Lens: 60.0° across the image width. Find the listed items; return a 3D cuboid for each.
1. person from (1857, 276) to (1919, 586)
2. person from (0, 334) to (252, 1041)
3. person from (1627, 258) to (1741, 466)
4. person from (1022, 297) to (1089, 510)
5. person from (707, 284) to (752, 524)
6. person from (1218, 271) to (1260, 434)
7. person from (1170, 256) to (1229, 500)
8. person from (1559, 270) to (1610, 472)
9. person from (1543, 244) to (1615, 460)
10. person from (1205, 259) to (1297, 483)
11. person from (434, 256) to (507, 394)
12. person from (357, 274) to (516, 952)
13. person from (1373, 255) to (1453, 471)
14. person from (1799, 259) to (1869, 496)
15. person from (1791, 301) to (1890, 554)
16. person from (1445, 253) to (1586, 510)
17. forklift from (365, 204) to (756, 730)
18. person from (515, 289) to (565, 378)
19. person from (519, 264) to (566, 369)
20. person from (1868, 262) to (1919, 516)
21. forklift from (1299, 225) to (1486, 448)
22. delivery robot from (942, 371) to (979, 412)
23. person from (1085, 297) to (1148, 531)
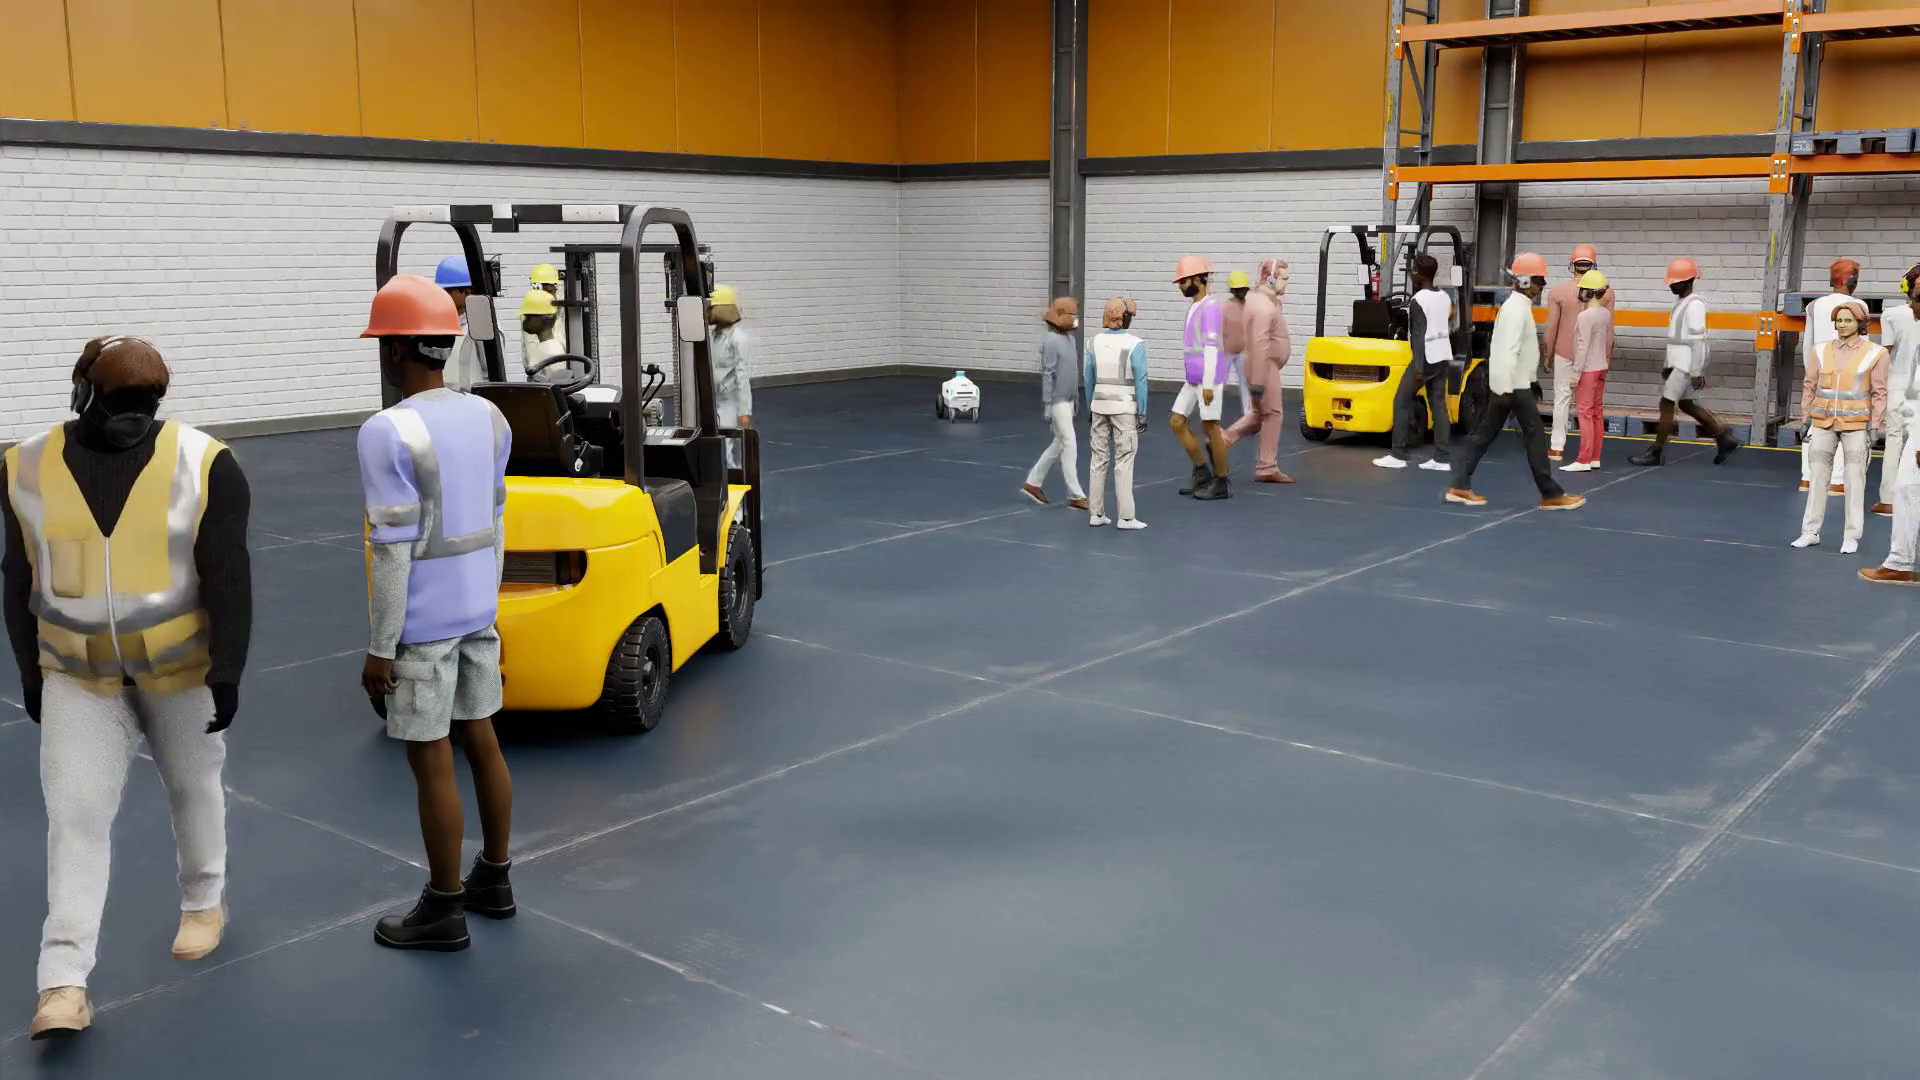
[{"bbox_3d":[5.701,-0.612,9.596,0.601,1.862,0.754,-10,14,-43],"label":"person"},{"bbox_3d":[-2.203,0.361,4.413,0.634,1.781,0.940,-3,11,-15],"label":"person"},{"bbox_3d":[6.536,-1.567,14.840,0.892,1.888,0.601,3,11,14],"label":"person"},{"bbox_3d":[0.767,-1.044,12.676,0.684,1.613,0.514,5,11,24],"label":"person"},{"bbox_3d":[-1.671,-0.910,11.595,0.361,1.730,0.519,-8,13,-38],"label":"person"},{"bbox_3d":[2.886,-1.960,17.468,0.555,1.712,0.932,-4,11,-20],"label":"person"},{"bbox_3d":[1.895,-1.259,13.034,0.523,1.906,0.684,-2,10,-10],"label":"person"},{"bbox_3d":[5.528,-1.480,14.652,0.308,1.772,0.526,9,14,41],"label":"person"},{"bbox_3d":[5.710,-1.724,15.377,0.622,1.993,0.381,2,10,9],"label":"person"},{"bbox_3d":[2.468,-1.400,13.901,0.674,1.878,0.661,1,10,4],"label":"person"},{"bbox_3d":[-2.817,-0.655,9.592,0.408,1.942,0.615,-8,13,-38],"label":"person"},{"bbox_3d":[-1.521,0.216,4.790,0.362,1.938,0.545,4,11,20],"label":"person"},{"bbox_3d":[4.076,-1.575,14.809,0.586,1.894,0.794,-10,14,-43],"label":"person"},{"bbox_3d":[7.015,-1.296,13.322,0.355,1.883,0.576,-4,11,-21],"label":"person"},{"bbox_3d":[5.765,-0.735,10.884,0.308,1.641,0.517,-9,14,-42],"label":"person"},{"bbox_3d":[4.211,-1.196,12.612,1.023,1.944,0.620,2,10,13],"label":"person"},{"bbox_3d":[-1.766,-0.406,7.525,1.214,2.155,2.313,1,10,7],"label":"forklift"},{"bbox_3d":[-2.630,-0.754,10.768,0.916,1.727,0.534,-3,11,-17],"label":"person"},{"bbox_3d":[-3.728,-1.565,14.973,0.403,1.827,0.589,1,10,6],"label":"person"},{"bbox_3d":[6.997,-1.094,12.265,0.520,1.862,0.328,2,11,14],"label":"person"},{"bbox_3d":[4.449,-2.115,16.993,1.214,2.155,2.313,8,13,38],"label":"forklift"},{"bbox_3d":[0.006,-1.662,18.766,0.477,0.478,0.707,-1,10,-8],"label":"delivery robot"},{"bbox_3d":[1.099,-0.887,11.726,0.520,1.639,0.312,9,14,42],"label":"person"}]
